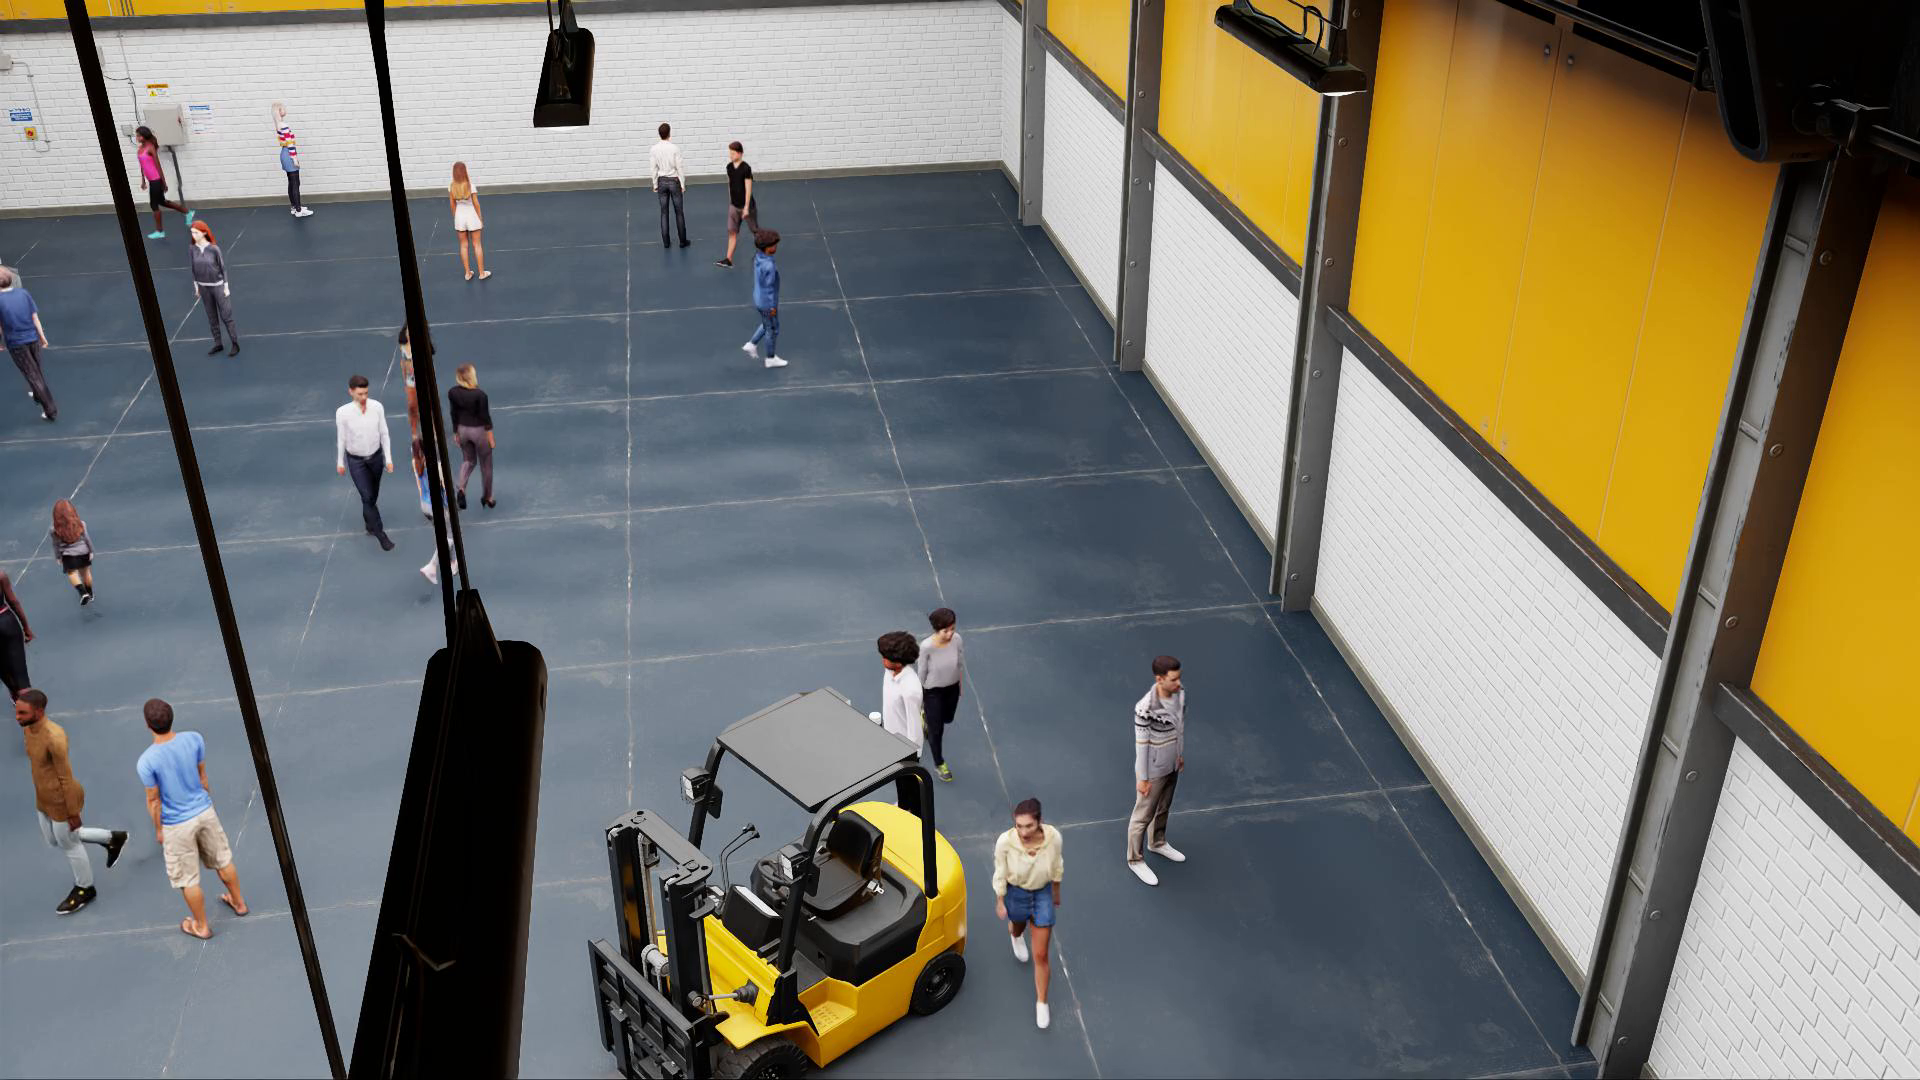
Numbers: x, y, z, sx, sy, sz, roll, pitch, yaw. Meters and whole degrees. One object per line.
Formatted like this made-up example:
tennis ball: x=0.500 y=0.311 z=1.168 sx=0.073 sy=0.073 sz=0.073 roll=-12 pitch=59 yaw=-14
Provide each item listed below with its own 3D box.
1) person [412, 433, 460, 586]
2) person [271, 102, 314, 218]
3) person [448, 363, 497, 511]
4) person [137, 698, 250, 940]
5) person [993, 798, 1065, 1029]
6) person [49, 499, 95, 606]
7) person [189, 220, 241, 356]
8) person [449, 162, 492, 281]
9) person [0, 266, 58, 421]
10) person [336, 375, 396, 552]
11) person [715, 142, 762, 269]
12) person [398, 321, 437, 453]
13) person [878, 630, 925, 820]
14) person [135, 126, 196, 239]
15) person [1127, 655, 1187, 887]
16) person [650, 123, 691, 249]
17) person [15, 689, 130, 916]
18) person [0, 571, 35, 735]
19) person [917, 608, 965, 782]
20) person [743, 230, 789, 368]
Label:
person: x=-5.078 y=-0.284 z=16.033 sx=0.854 sy=1.593 sz=0.976 roll=12 pitch=31 yaw=21
person: x=-10.650 y=-6.056 z=26.388 sx=0.784 sy=1.809 sz=0.634 roll=-20 pitch=34 yaw=-32
person: x=-5.098 y=-1.011 z=17.297 sx=0.791 sy=1.659 sz=0.902 roll=8 pitch=30 yaw=15
person: x=-5.413 y=1.947 z=11.671 sx=0.808 sy=1.854 sz=0.745 roll=18 pitch=33 yaw=30
person: x=0.440 y=2.365 z=11.183 sx=0.685 sy=1.587 sz=1.134 roll=-4 pitch=29 yaw=-7
person: x=-8.405 y=0.134 z=15.784 sx=0.617 sy=1.097 sz=0.717 roll=-19 pitch=34 yaw=-31
person: x=-9.532 y=-3.218 z=21.217 sx=0.641 sy=1.781 sz=0.587 roll=3 pitch=29 yaw=6
person: x=-7.044 y=-4.563 z=23.768 sx=0.620 sy=1.697 sz=0.627 roll=2 pitch=29 yaw=4
person: x=-10.874 y=-2.260 z=19.398 sx=1.115 sy=1.840 sz=1.067 roll=18 pitch=33 yaw=29
person: x=-6.037 y=-0.847 z=16.830 sx=1.044 sy=1.819 sz=1.325 roll=-17 pitch=33 yaw=-29
person: x=-3.089 y=-4.880 z=24.229 sx=1.181 sy=1.812 sz=1.241 roll=19 pitch=34 yaw=30
person: x=-6.077 y=-1.783 z=18.794 sx=0.777 sy=1.580 sz=0.882 roll=14 pitch=32 yaw=24
person: x=-0.432 y=1.465 z=12.603 sx=0.739 sy=1.807 sz=0.560 roll=-12 pitch=31 yaw=-21
person: x=-12.245 y=-5.510 z=25.505 sx=1.038 sy=1.698 sz=1.003 roll=25 pitch=37 yaw=37
person: x=1.455 y=1.633 z=12.238 sx=0.802 sy=1.862 sz=0.762 roll=22 pitch=35 yaw=34
person: x=-4.367 y=-5.320 z=24.976 sx=0.707 sy=1.871 sz=0.638 roll=3 pitch=29 yaw=5
person: x=-6.392 y=1.823 z=11.952 sx=0.950 sy=1.802 sz=1.021 roll=17 pitch=33 yaw=28
person: x=-7.970 y=0.854 z=13.816 sx=0.962 sy=1.718 sz=1.298 roll=-17 pitch=33 yaw=-28
person: x=-0.201 y=1.165 z=13.442 sx=0.752 sy=1.530 sz=0.976 roll=-14 pitch=32 yaw=-25
person: x=-2.489 y=-2.997 z=20.797 sx=0.804 sy=1.793 sz=0.754 roll=-10 pitch=30 yaw=-18
